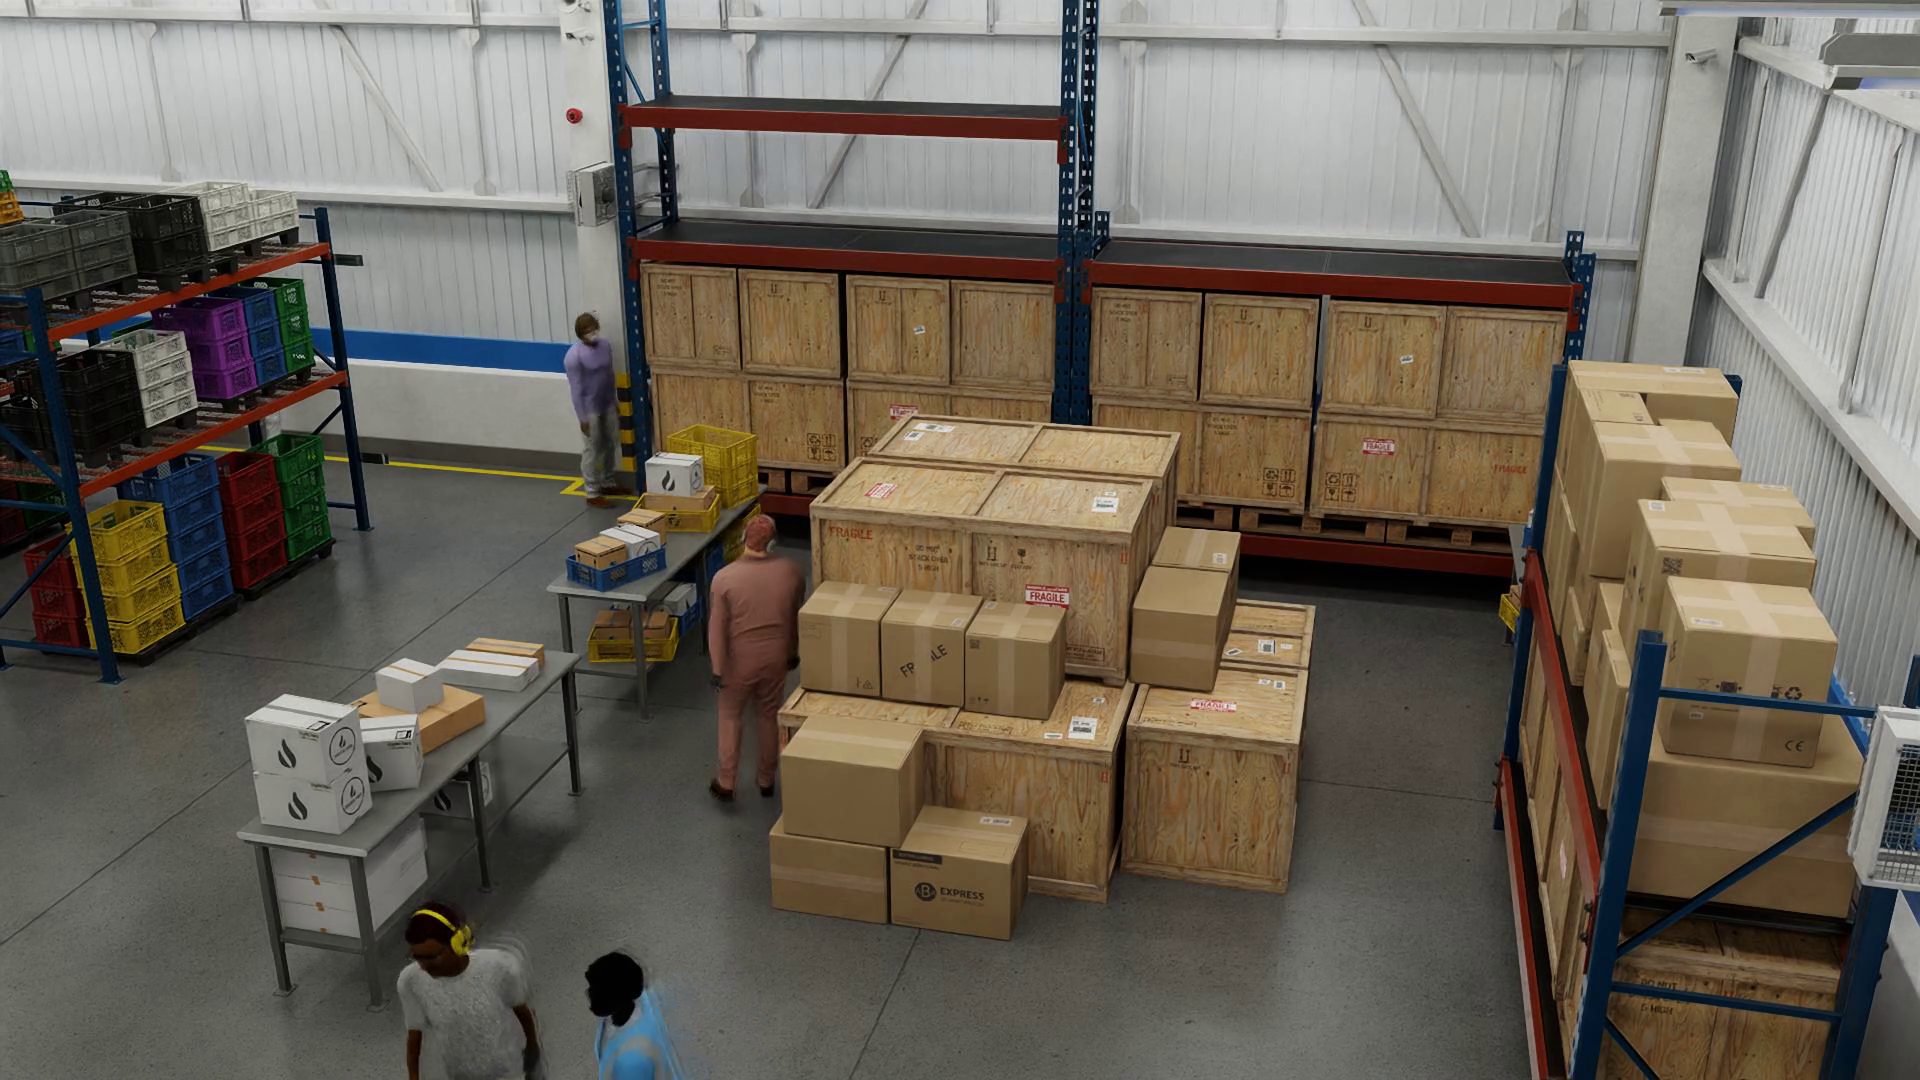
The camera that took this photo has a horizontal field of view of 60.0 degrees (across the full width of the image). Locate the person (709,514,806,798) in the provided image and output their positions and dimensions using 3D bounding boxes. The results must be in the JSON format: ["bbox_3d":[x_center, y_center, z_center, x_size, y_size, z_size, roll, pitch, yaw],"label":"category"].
[{"bbox_3d":[-1.311,0.758,10.810,0.691,1.864,0.456,-10,23,-24],"label":"person"}]

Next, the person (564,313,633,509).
[{"bbox_3d":[-3.500,-1.257,16.035,0.362,1.915,0.741,9,23,23],"label":"person"}]

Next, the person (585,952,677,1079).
[{"bbox_3d":[-1.346,2.380,6.836,0.656,1.658,0.549,-8,22,-20],"label":"person"}]

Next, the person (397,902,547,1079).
[{"bbox_3d":[-2.018,2.264,6.927,0.500,1.816,0.747,0,21,-1],"label":"person"}]

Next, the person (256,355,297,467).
[{"bbox_3d":[-7.062,-1.573,16.888,0.583,1.880,0.379,14,25,33],"label":"person"}]

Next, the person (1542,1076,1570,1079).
[{"bbox_3d":[1.999,2.664,5.854,0.429,1.841,0.633,-13,24,-30],"label":"person"}]
